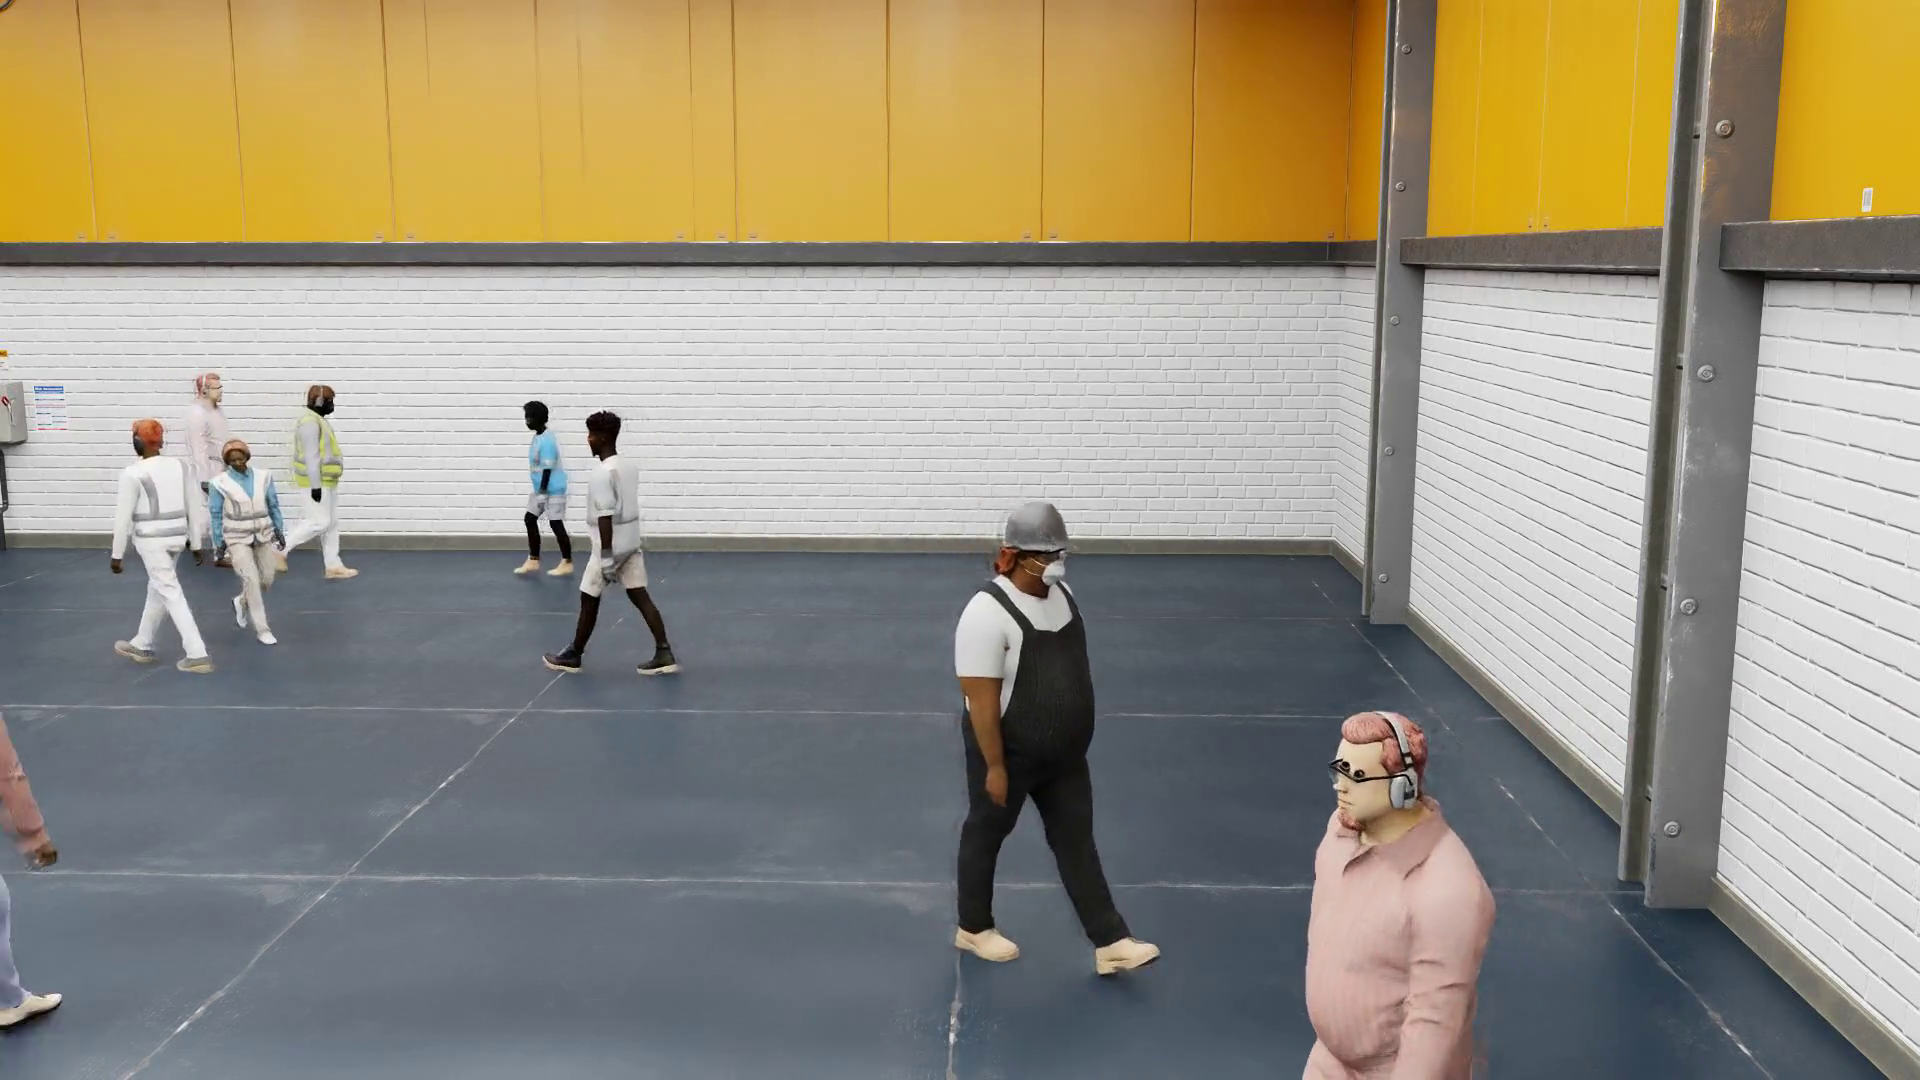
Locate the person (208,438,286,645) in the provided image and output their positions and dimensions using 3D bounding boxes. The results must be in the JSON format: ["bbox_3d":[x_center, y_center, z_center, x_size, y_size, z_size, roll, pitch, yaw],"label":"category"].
[{"bbox_3d":[-5.556,-0.006,12.922,0.623,1.608,0.548,8,13,39],"label":"person"}]

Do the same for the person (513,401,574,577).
[{"bbox_3d":[-3.899,-0.457,15.392,0.665,1.659,0.556,-5,11,-27],"label":"person"}]

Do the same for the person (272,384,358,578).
[{"bbox_3d":[-6.011,-0.524,15.372,0.698,1.811,0.666,-2,10,-11],"label":"person"}]

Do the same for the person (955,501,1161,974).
[{"bbox_3d":[0.354,0.821,6.832,0.992,2.000,0.706,9,13,43],"label":"person"}]

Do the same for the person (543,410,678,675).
[{"bbox_3d":[-2.482,0.028,11.867,1.027,1.911,0.625,3,10,16],"label":"person"}]

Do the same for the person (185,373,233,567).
[{"bbox_3d":[-7.213,-0.665,15.975,0.548,1.886,0.661,-1,10,-9],"label":"person"}]

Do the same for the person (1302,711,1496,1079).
[{"bbox_3d":[0.966,1.350,4.229,0.947,1.862,0.679,-3,10,-16],"label":"person"}]

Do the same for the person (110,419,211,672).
[{"bbox_3d":[-5.828,0.038,12.030,0.977,1.830,0.601,4,10,21],"label":"person"}]

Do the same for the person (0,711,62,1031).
[{"bbox_3d":[-3.609,1.086,6.178,0.546,1.740,0.762,6,11,31],"label":"person"}]
